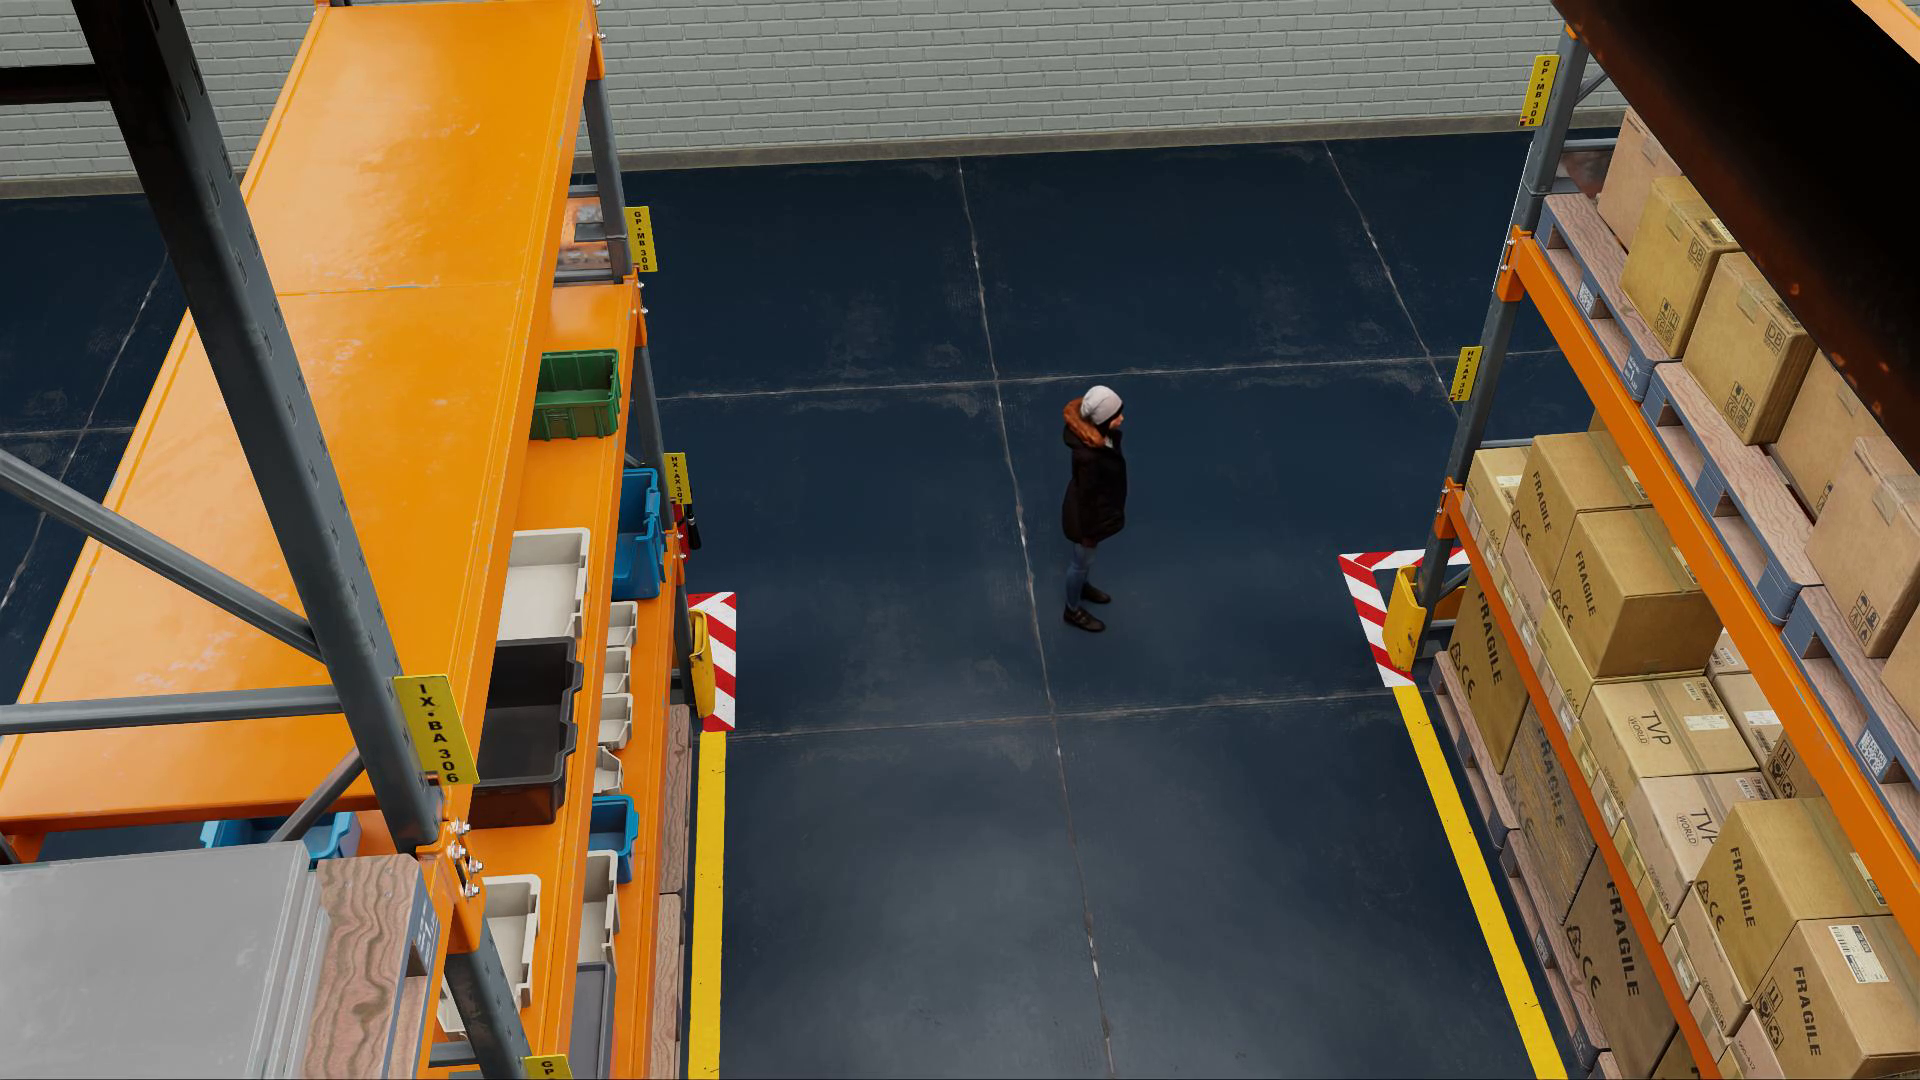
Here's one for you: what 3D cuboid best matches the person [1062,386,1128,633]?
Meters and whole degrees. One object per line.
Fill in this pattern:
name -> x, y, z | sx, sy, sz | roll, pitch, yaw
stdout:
person -> 0.719, -0.190, 9.108 | 0.754, 1.635, 0.640 | 9, 44, 9
